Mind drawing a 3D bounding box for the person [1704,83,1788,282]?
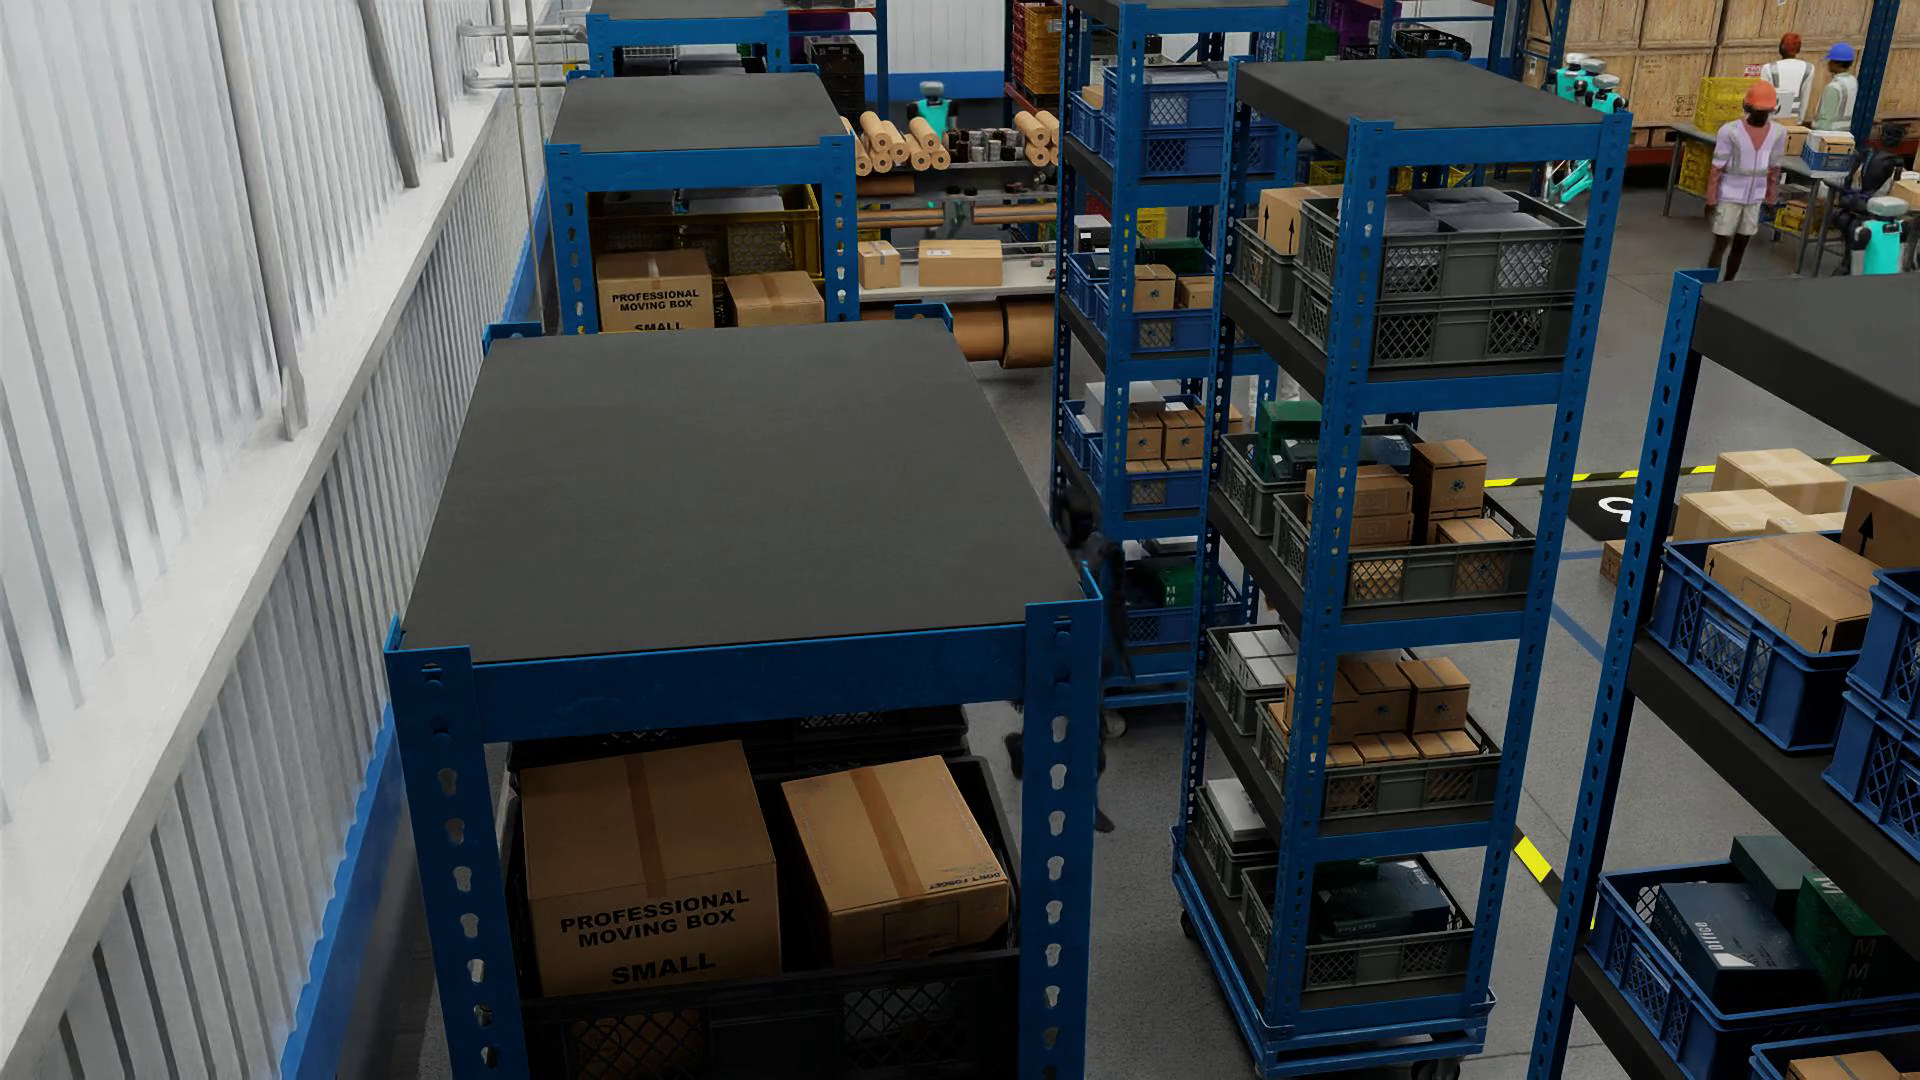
[{"bbox_3d":[6.986,-3.010,14.772,0.621,2.021,0.623,0,25,-1],"label":"person"}]

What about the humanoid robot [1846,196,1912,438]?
[{"bbox_3d":[6.656,-1.502,11.820,0.580,1.766,0.799,-12,27,-24],"label":"humanoid robot"}]

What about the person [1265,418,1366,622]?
[{"bbox_3d":[1.745,0.196,7.980,0.588,1.849,0.394,-1,25,-3],"label":"person"}]

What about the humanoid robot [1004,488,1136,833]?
[{"bbox_3d":[0.482,0.489,7.583,0.608,1.635,0.691,-12,27,-24],"label":"humanoid robot"}]

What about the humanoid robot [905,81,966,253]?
[{"bbox_3d":[-0.183,-3.533,16.236,0.530,1.758,0.905,-8,26,-18],"label":"humanoid robot"}]

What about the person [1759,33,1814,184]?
[{"bbox_3d":[9.139,-4.699,18.605,0.588,1.873,0.361,3,25,6],"label":"person"}]

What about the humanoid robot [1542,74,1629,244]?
[{"bbox_3d":[6.151,-3.759,16.593,0.745,1.695,0.531,-8,26,-18],"label":"humanoid robot"}]

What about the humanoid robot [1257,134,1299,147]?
[{"bbox_3d":[3.396,-4.449,18.229,0.703,1.807,0.554,-6,25,-13],"label":"humanoid robot"}]

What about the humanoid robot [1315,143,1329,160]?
[{"bbox_3d":[4.098,-4.536,18.496,0.380,1.643,0.614,8,26,17],"label":"humanoid robot"}]

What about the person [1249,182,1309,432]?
[{"bbox_3d":[2.379,-1.674,12.064,0.620,1.837,0.430,-8,26,-16],"label":"person"}]

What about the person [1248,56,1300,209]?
[{"bbox_3d":[3.491,-4.560,18.338,0.588,1.834,0.403,9,26,19],"label":"person"}]

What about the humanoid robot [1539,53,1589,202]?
[{"bbox_3d":[6.709,-4.507,18.344,0.546,1.761,0.834,14,28,27],"label":"humanoid robot"}]

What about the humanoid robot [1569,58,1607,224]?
[{"bbox_3d":[6.723,-4.128,17.490,0.680,1.779,0.532,18,30,33],"label":"humanoid robot"}]

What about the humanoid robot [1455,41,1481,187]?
[{"bbox_3d":[5.762,-4.952,19.365,0.599,1.653,0.315,9,26,19],"label":"humanoid robot"}]

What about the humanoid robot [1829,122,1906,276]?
[{"bbox_3d":[8.160,-2.962,15.083,0.709,1.625,0.611,-9,26,-18],"label":"humanoid robot"}]

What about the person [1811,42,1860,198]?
[{"bbox_3d":[9.118,-4.226,17.479,0.402,1.945,0.607,22,33,39],"label":"person"}]

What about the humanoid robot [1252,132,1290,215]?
[{"bbox_3d":[3.395,-4.404,18.176,0.363,1.648,0.610,-3,25,-7],"label":"humanoid robot"}]
